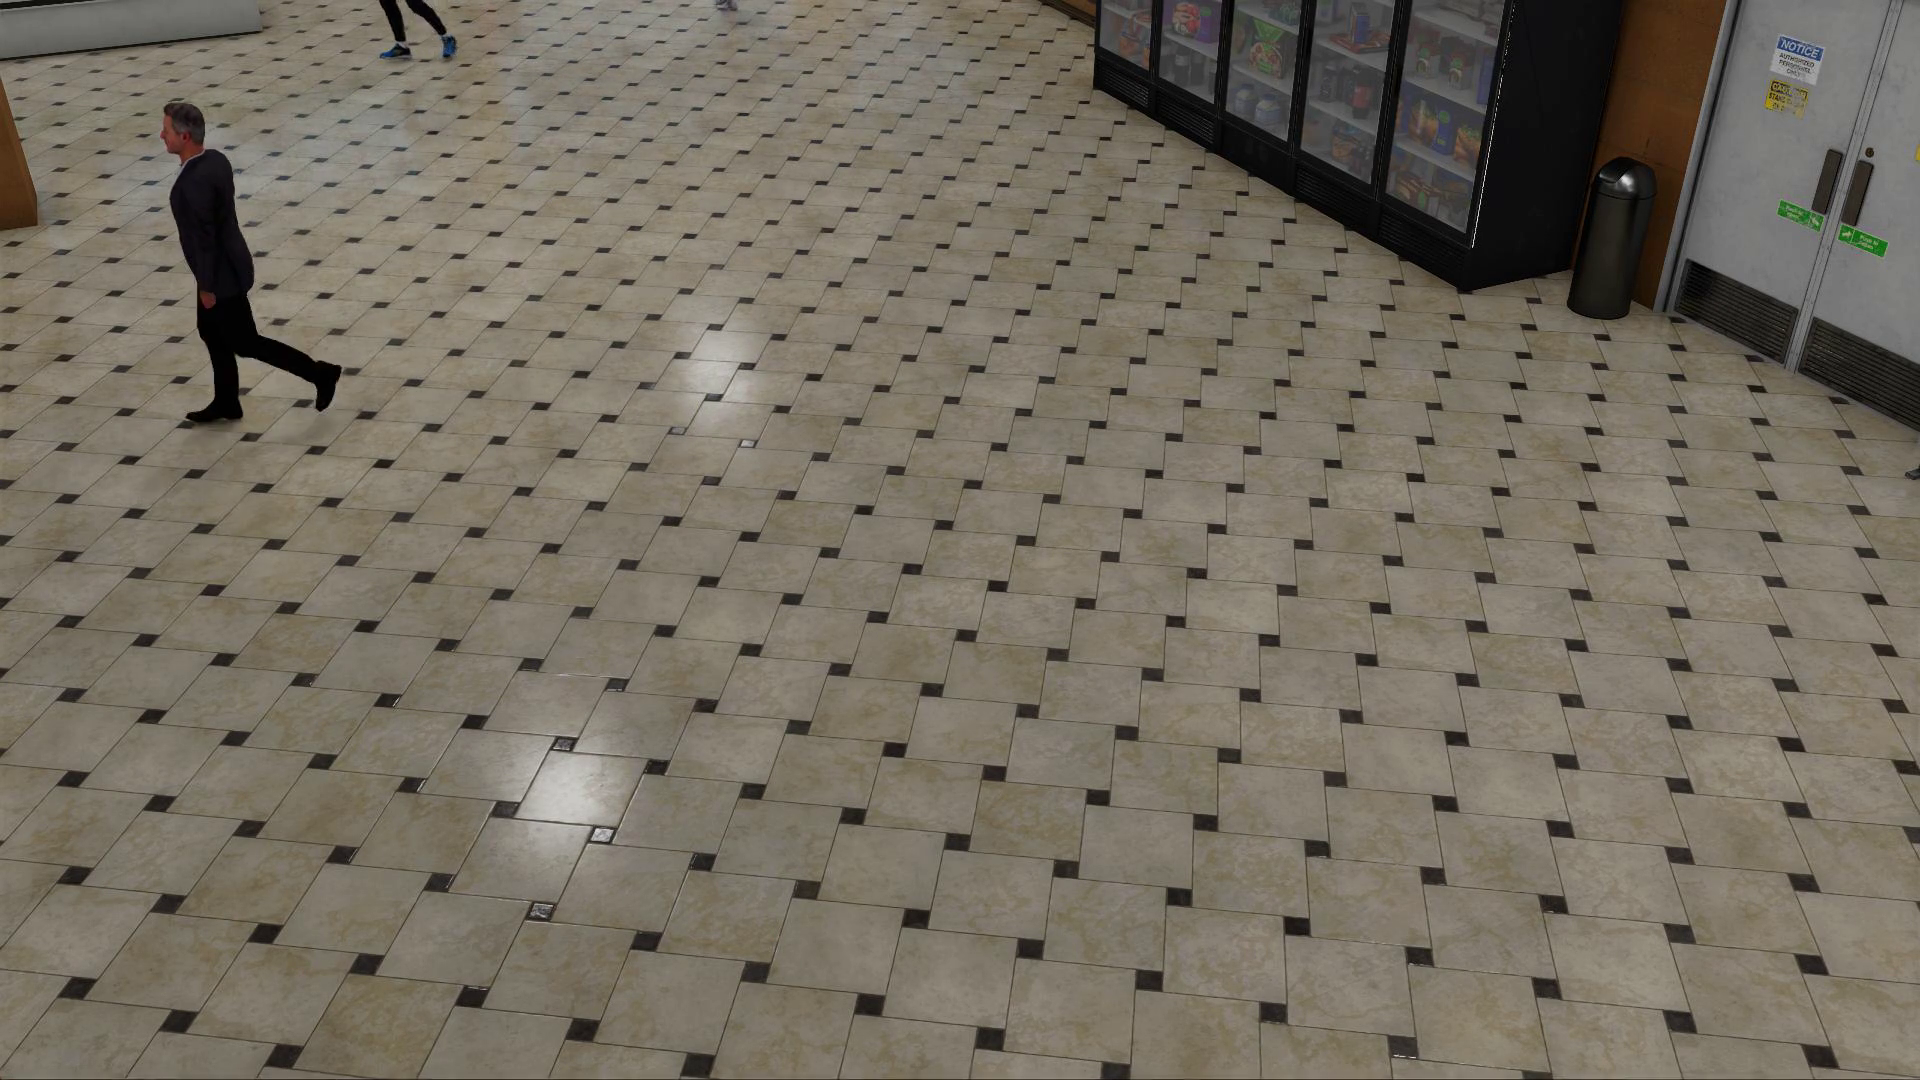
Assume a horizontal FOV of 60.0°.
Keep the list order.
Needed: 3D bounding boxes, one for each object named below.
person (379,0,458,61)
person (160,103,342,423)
[{"bbox_3d":[-5.106,-5.290,15.196,0.879,1.795,1.021,27,41,36],"label":"person"},{"bbox_3d":[-3.922,-1.461,9.020,1.149,1.819,0.806,-10,33,-15],"label":"person"}]
